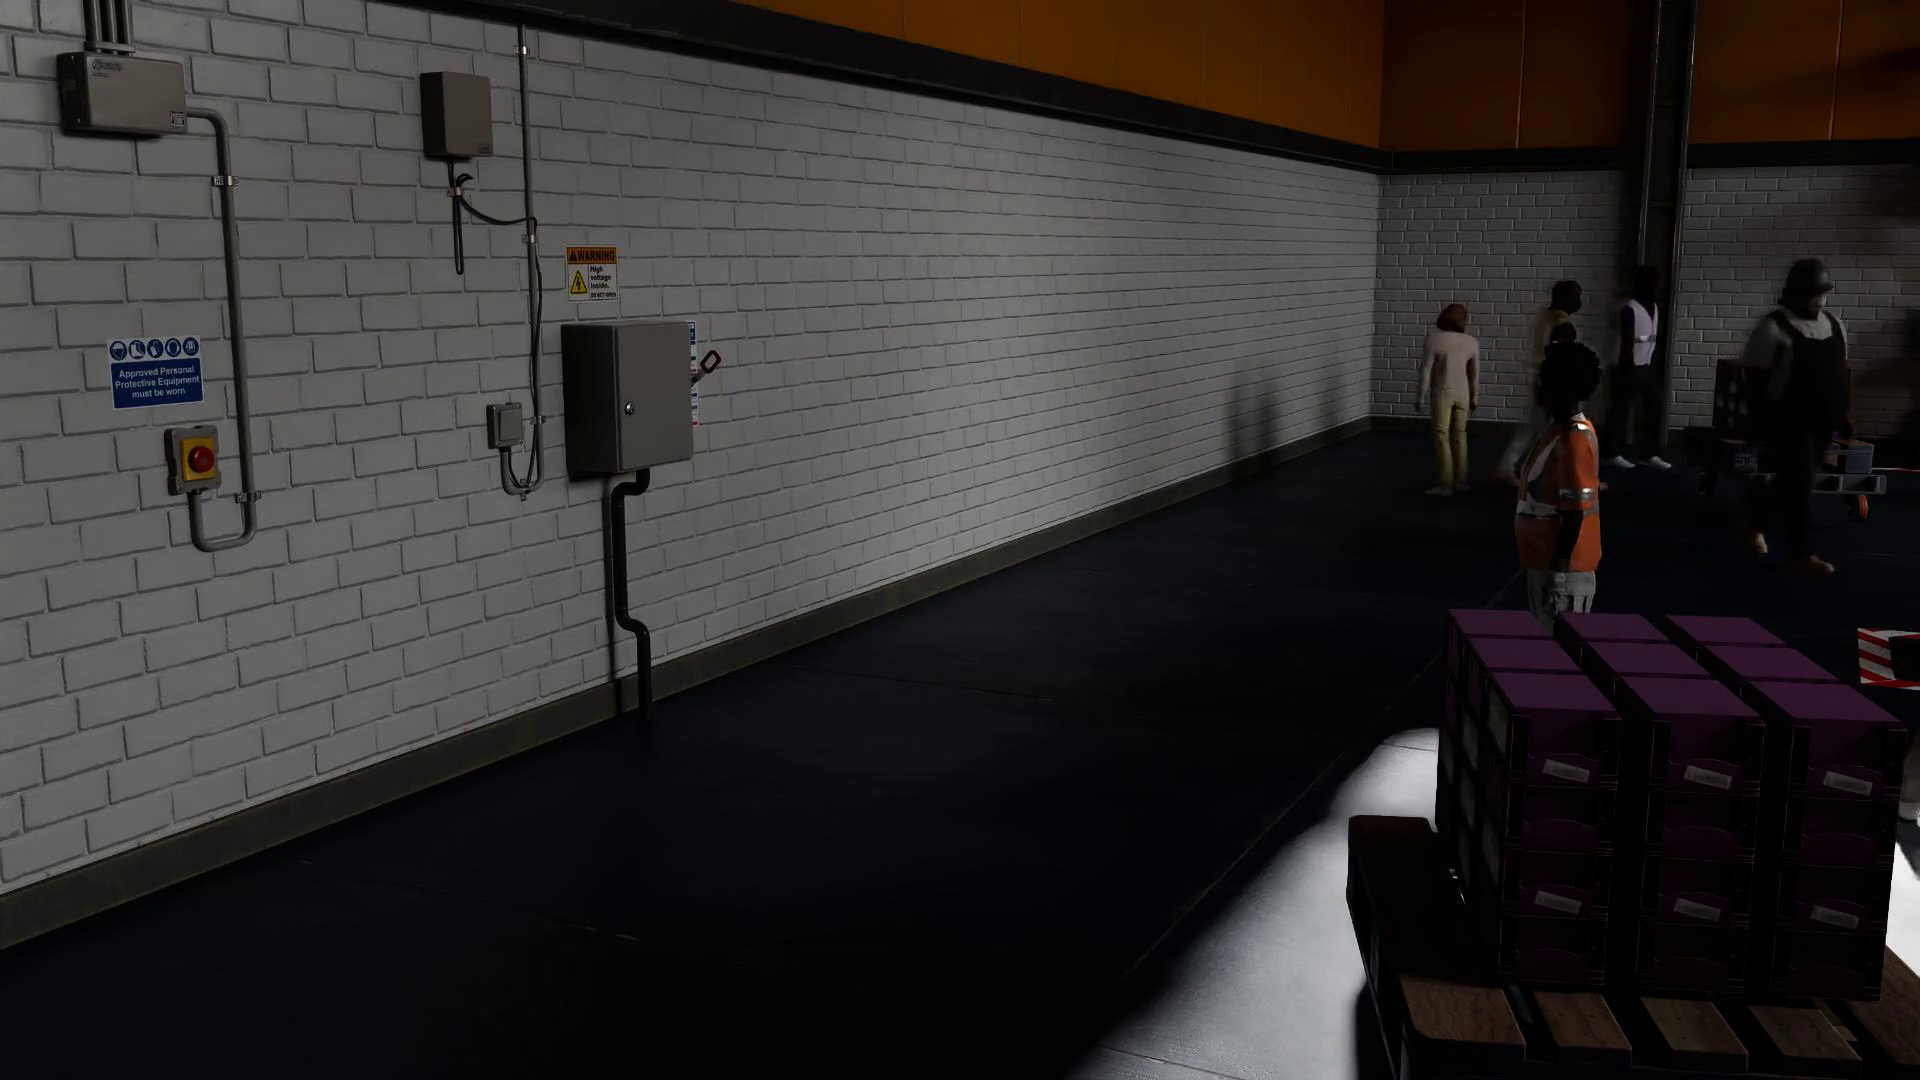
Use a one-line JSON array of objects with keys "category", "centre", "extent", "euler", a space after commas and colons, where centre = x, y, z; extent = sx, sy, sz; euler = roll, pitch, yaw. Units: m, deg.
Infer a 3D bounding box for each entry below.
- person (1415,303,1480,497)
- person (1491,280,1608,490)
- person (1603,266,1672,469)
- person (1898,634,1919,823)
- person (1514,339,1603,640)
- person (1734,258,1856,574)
[{"category": "person", "centre": [4.084, -1.167, 13.886], "extent": [0.542, 1.609, 0.363], "euler": [-3, 10, -15]}, {"category": "person", "centre": [5.052, -1.317, 14.205], "extent": [0.930, 1.807, 0.630], "euler": [0, 10, 1]}, {"category": "person", "centre": [6.382, -1.593, 15.497], "extent": [0.626, 1.889, 0.734], "euler": [-9, 13, -41]}, {"category": "person", "centre": [3.507, 0.271, 5.595], "extent": [0.853, 1.593, 0.524], "euler": [9, 13, 43]}, {"category": "person", "centre": [2.286, 0.081, 6.392], "extent": [0.318, 1.699, 0.536], "euler": [2, 10, 11]}, {"category": "person", "centre": [5.415, -0.853, 10.812], "extent": [0.683, 2.000, 0.941], "euler": [-4, 11, -21]}]
